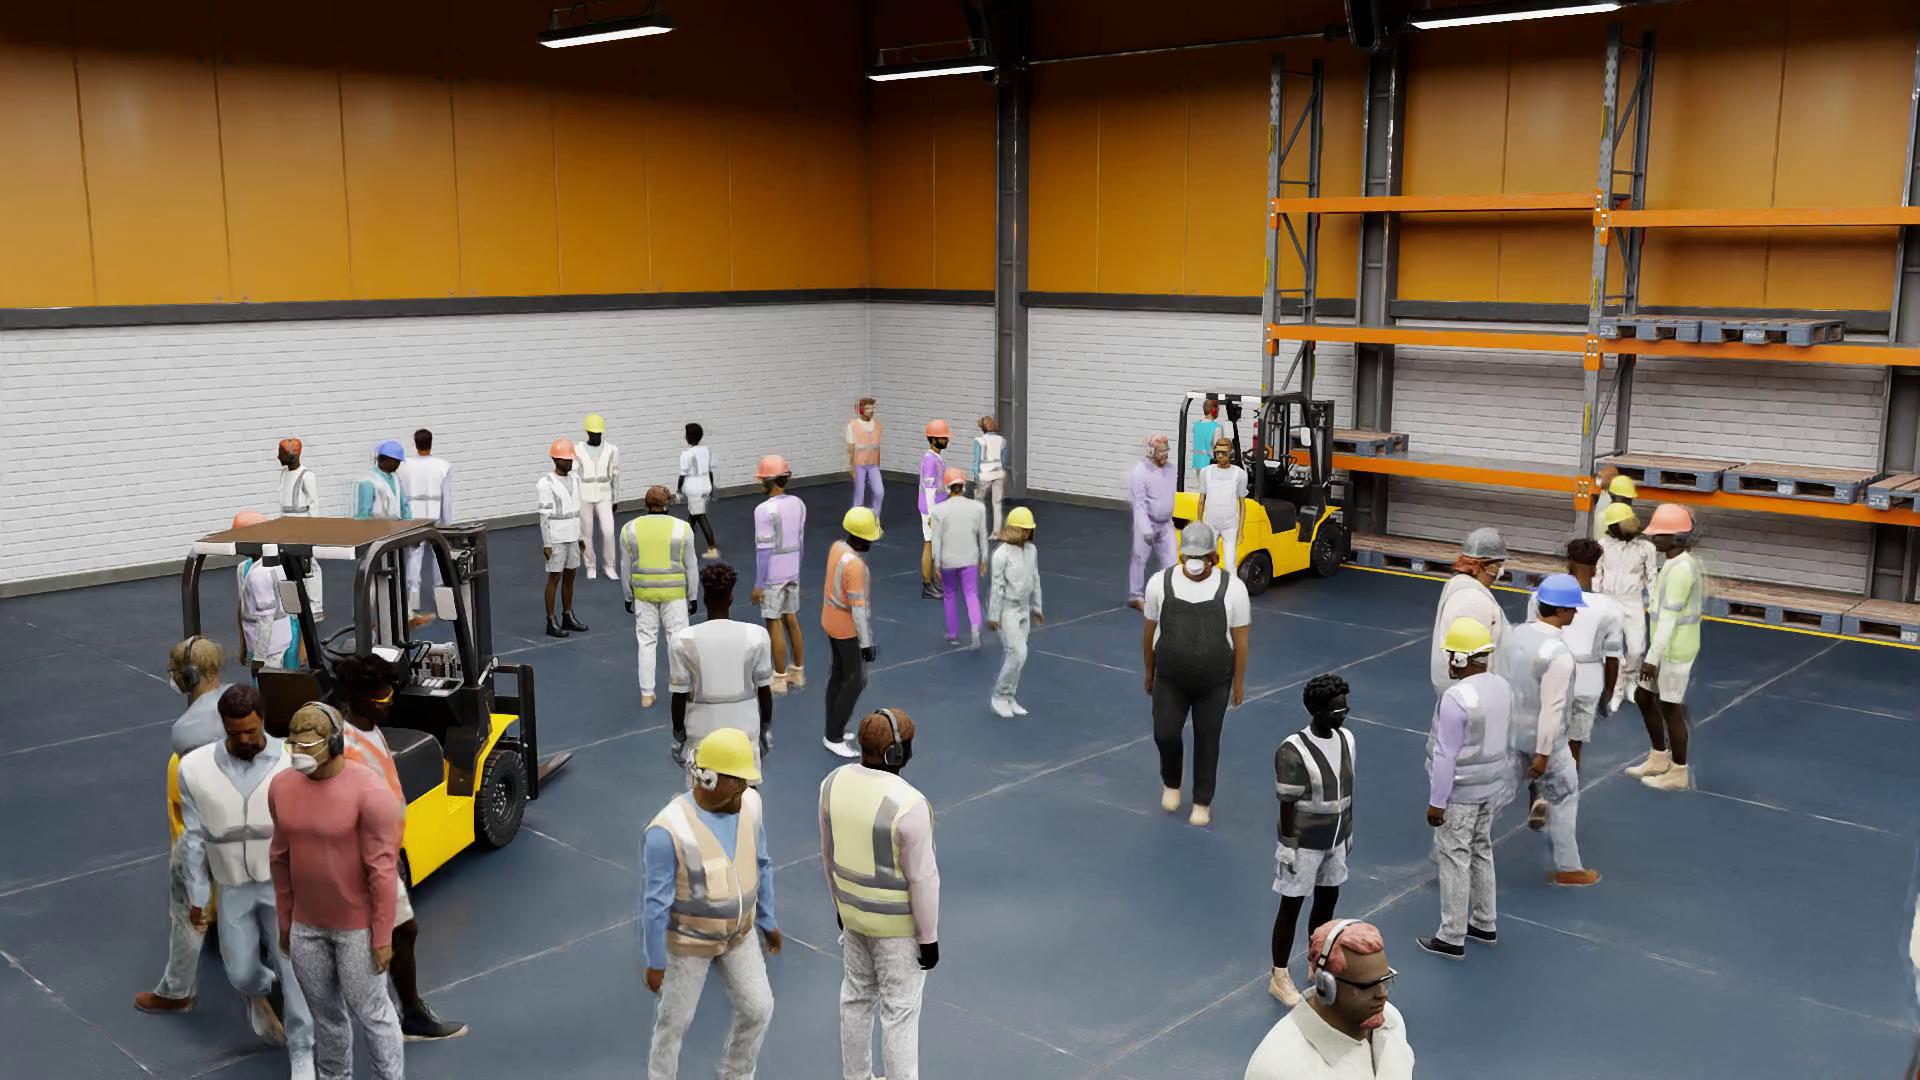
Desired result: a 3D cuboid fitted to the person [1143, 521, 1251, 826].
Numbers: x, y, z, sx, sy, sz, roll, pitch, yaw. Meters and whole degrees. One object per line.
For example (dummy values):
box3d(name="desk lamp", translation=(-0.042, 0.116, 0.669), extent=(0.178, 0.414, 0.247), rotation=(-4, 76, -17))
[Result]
box3d(name="person", translation=(1.533, 0.859, 10.854), extent=(0.706, 2.000, 0.535), rotation=(2, 10, 11))

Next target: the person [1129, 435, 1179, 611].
box3d(name="person", translation=(2.062, -0.142, 17.038), extent=(0.668, 1.859, 0.939), rotation=(-7, 12, -35))

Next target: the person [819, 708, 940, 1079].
box3d(name="person", translation=(-0.310, 1.614, 7.121), extent=(0.633, 1.843, 0.429), rotation=(10, 14, 44))

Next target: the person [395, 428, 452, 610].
box3d(name="person", translation=(-5.645, -0.227, 17.494), extent=(0.603, 1.890, 0.893), rotation=(-1, 10, -7))

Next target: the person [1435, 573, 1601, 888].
box3d(name="person", translation=(3.307, 1.125, 9.740), extent=(0.934, 1.911, 0.604), rotation=(-2, 10, -12))

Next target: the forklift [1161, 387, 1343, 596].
box3d(name="forklift", translation=(3.298, -0.608, 18.767), extent=(1.214, 2.155, 2.313), rotation=(9, 13, 42))

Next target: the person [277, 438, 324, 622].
box3d(name="person", translation=(-6.642, -0.092, 16.721), extent=(0.574, 1.881, 0.358), rotation=(9, 13, 40))

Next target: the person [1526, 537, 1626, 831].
box3d(name="person", translation=(3.881, 0.953, 10.637), extent=(0.662, 1.934, 0.634), rotation=(3, 10, 16))

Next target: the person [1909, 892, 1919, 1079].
box3d(name="person", translation=(3.970, 1.673, 6.509), extent=(0.451, 1.940, 0.619), rotation=(2, 10, 9))

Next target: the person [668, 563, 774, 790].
box3d(name="person", translation=(-1.382, 1.102, 9.680), extent=(0.612, 1.963, 0.362), rotation=(-3, 10, -15))

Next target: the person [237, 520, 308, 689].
box3d(name="person", translation=(-4.956, 0.756, 11.999), extent=(0.514, 1.843, 0.327), rotation=(1, 10, 6))

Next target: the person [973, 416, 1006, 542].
box3d(name="person", translation=(0.338, -0.799, 21.497), extent=(0.526, 1.599, 0.739), rotation=(-6, 11, -29))

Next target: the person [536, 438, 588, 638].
box3d(name="person", translation=(-3.844, -0.028, 16.197), extent=(0.376, 1.935, 0.550), rotation=(5, 11, 28))

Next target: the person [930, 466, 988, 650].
box3d(name="person", translation=(0.005, 0.175, 15.650), extent=(0.560, 1.725, 0.731), rotation=(-3, 10, -14))

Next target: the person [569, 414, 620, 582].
box3d(name="person", translation=(-4.125, -0.465, 18.798), extent=(0.613, 1.902, 0.702), rotation=(-4, 11, -21))

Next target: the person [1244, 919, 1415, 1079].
box3d(name="person", translation=(1.089, 1.996, 4.760), extent=(0.642, 1.909, 0.409), rotation=(-9, 14, -43))

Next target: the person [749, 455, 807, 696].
box3d(name="person", translation=(-1.559, 0.300, 14.068), extent=(0.399, 2.034, 0.639), rotation=(5, 11, 29))

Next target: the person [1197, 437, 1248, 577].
box3d(name="person", translation=(2.681, -0.135, 17.073), extent=(0.508, 1.846, 0.345), rotation=(3, 10, 17))

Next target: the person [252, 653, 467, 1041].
box3d(name="person", translation=(-2.867, 1.464, 7.784), extent=(0.907, 1.927, 0.607), rotation=(-3, 10, -15))

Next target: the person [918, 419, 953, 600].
box3d(name="person", translation=(-0.257, -0.336, 17.946), extent=(0.377, 1.938, 0.547), rotation=(1, 10, 6))

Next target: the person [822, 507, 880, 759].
box3d(name="person", translation=(-0.830, 0.666, 12.438), extent=(0.400, 1.886, 0.666), rotation=(-3, 10, -16))

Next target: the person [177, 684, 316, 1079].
box3d(name="person", translation=(-3.179, 1.520, 7.562), extent=(0.608, 1.878, 0.611), rotation=(-3, 10, -18))

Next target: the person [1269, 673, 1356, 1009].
box3d(name="person", translation=(1.773, 1.484, 8.299), extent=(0.537, 1.693, 0.320), rotation=(-7, 12, -35))

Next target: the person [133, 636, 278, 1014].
box3d(name="person", translation=(-3.676, 1.396, 8.186), extent=(0.800, 1.905, 0.646), rotation=(1, 10, 8))

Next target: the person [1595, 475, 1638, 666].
box3d(name="person", translation=(5.916, 0.286, 14.932), extent=(0.556, 1.755, 0.366), rotation=(-8, 13, -37))

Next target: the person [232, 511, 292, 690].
box3d(name="person", translation=(-4.951, 0.744, 11.826), extent=(0.366, 1.930, 0.542), rotation=(-2, 10, -13))

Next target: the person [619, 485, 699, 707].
box3d(name="person", translation=(-2.462, 0.460, 13.701), extent=(0.633, 1.839, 0.429), rotation=(0, 10, 1))

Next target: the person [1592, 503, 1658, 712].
box3d(name="person", translation=(5.437, 0.543, 13.607), extent=(0.527, 1.713, 0.459), rotation=(6, 11, 29))

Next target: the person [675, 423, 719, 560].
box3d(name="person", translation=(-3.256, -0.594, 20.217), extent=(0.858, 1.642, 0.549), rotation=(5, 11, 28))

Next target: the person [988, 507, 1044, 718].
box3d(name="person", translation=(0.445, 0.580, 13.352), extent=(0.423, 1.727, 0.487), rotation=(7, 12, 36))

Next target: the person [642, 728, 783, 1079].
box3d(name="person", translation=(-1.062, 1.654, 7.040), extent=(0.584, 1.793, 0.660), rotation=(9, 13, 42))

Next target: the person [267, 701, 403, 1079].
box3d(name="person", translation=(-2.603, 1.604, 6.963), extent=(0.629, 1.934, 0.370), rotation=(4, 11, 19))

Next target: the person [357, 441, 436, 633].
box3d(name="person", translation=(-5.624, -0.030, 16.378), extent=(0.888, 1.875, 0.624), rotation=(1, 10, 6))

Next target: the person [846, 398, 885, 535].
box3d(name="person", translation=(-1.227, -0.953, 21.795), extent=(0.578, 1.826, 0.554), rotation=(-7, 12, -36))

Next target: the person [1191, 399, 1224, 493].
box3d(name="person", translation=(3.193, -0.899, 21.410), extent=(0.386, 1.847, 0.567), rotation=(-6, 11, -29))

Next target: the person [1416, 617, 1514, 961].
box3d(name="person", translation=(2.696, 1.316, 8.899), extent=(0.595, 1.819, 0.403), rotation=(-9, 14, -43))

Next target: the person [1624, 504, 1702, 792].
box3d(name="person", translation=(4.860, 0.751, 11.507), extent=(0.552, 2.022, 0.629), rotation=(3, 10, 18))

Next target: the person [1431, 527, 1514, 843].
box3d(name="person", translation=(3.275, 0.906, 10.584), extent=(0.536, 2.000, 0.702), rotation=(2, 10, 9))

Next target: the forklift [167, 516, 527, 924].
box3d(name="forklift", translation=(-3.583, 0.976, 9.748), extent=(1.214, 2.155, 2.313), rotation=(2, 10, 11))
